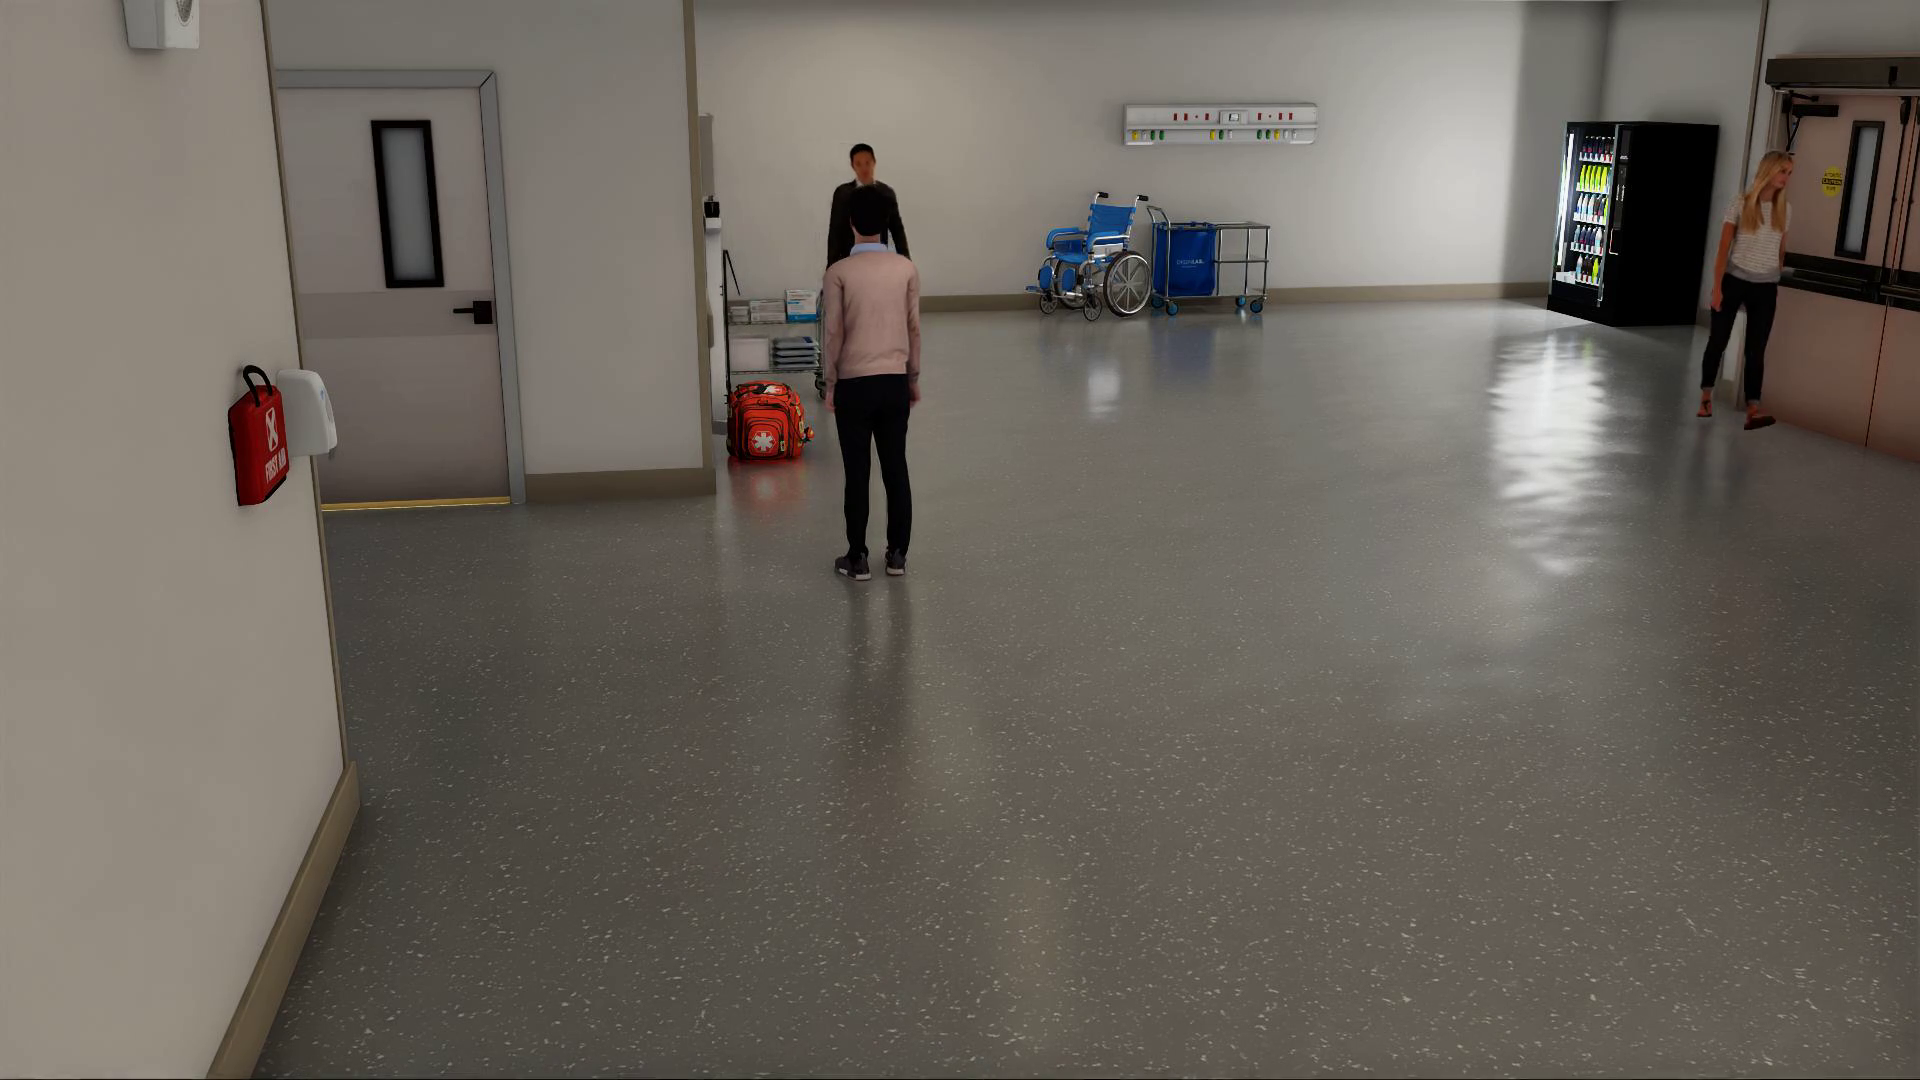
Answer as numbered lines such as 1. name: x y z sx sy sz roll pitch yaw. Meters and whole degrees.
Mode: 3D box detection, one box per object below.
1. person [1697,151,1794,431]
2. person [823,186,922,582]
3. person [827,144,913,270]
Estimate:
1. person: 5.114 -1.611 10.938 0.885 1.764 1.262 2 16 7
2. person: -0.411 -0.721 7.698 0.664 1.809 0.607 -6 17 -20
3. person: -0.770 -2.079 12.598 0.967 1.766 1.036 -11 19 -34
